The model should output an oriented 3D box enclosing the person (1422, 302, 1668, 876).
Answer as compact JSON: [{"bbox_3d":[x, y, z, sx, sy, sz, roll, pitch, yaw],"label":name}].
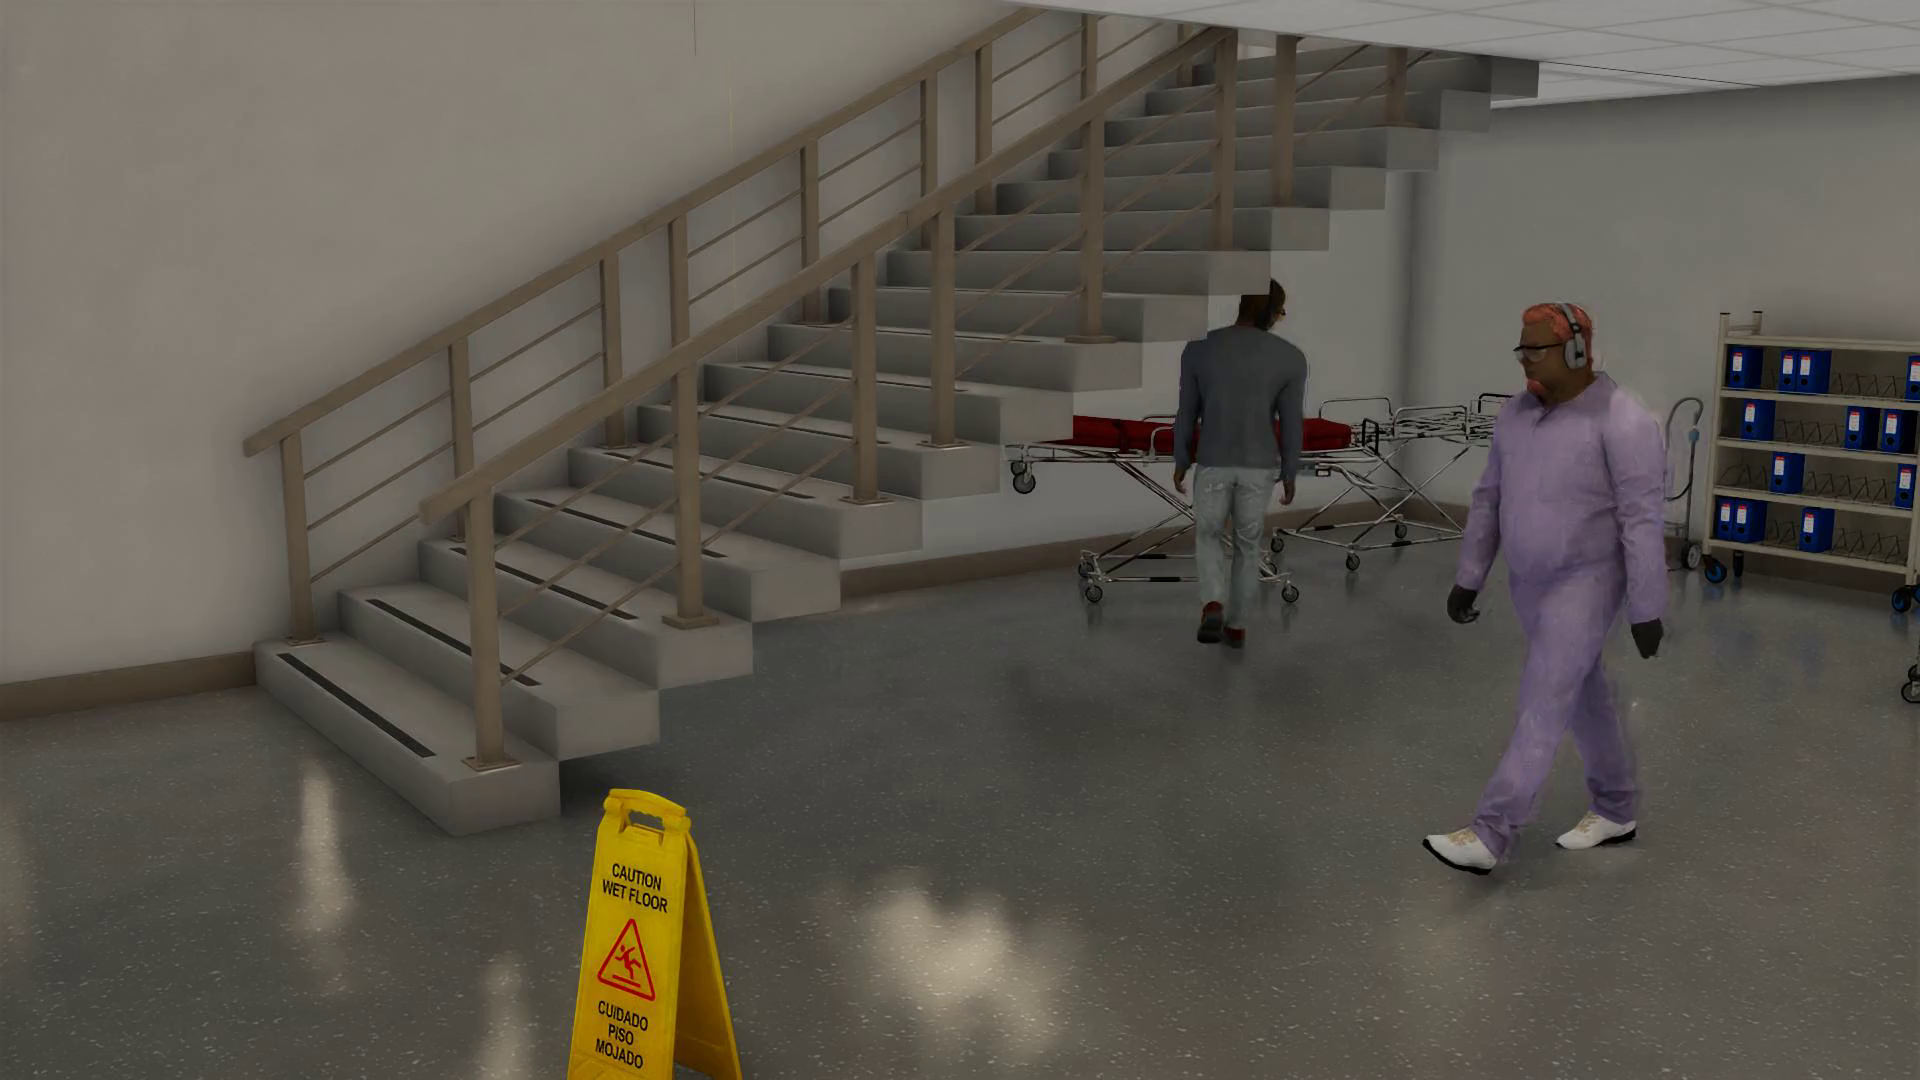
[{"bbox_3d":[1.905,0.164,5.442,1.020,1.856,0.648,-3,10,-19],"label":"person"}]

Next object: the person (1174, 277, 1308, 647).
[{"bbox_3d":[1.402,-0.370,8.367,0.658,1.904,0.567,2,10,13],"label":"person"}]
